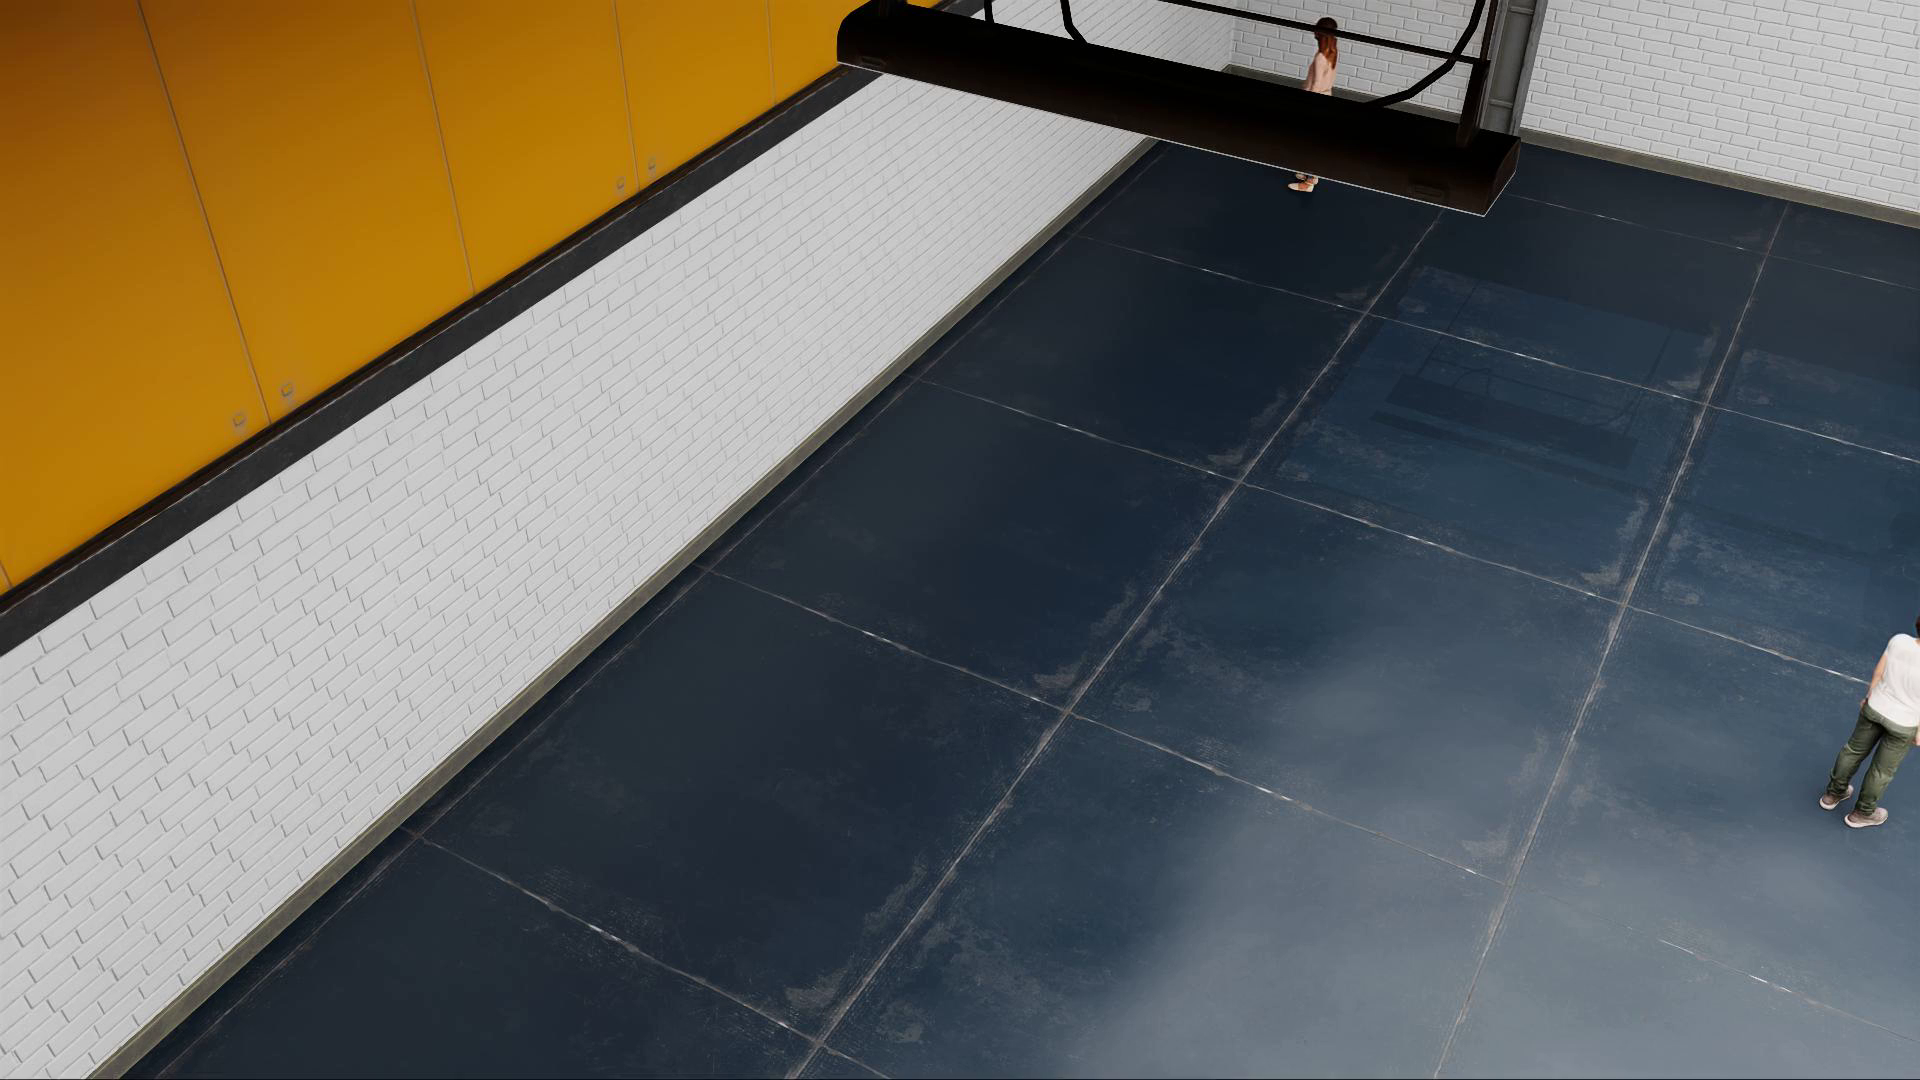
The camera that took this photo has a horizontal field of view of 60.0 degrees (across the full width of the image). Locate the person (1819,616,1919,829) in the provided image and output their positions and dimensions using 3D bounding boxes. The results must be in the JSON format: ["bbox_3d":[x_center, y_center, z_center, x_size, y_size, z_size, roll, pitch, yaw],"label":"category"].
[{"bbox_3d":[5.604,1.057,10.000,0.719,1.651,0.625,-18,42,-21],"label":"person"}]

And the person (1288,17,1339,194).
[{"bbox_3d":[3.585,-4.362,16.674,0.526,1.792,0.591,18,42,21],"label":"person"}]
